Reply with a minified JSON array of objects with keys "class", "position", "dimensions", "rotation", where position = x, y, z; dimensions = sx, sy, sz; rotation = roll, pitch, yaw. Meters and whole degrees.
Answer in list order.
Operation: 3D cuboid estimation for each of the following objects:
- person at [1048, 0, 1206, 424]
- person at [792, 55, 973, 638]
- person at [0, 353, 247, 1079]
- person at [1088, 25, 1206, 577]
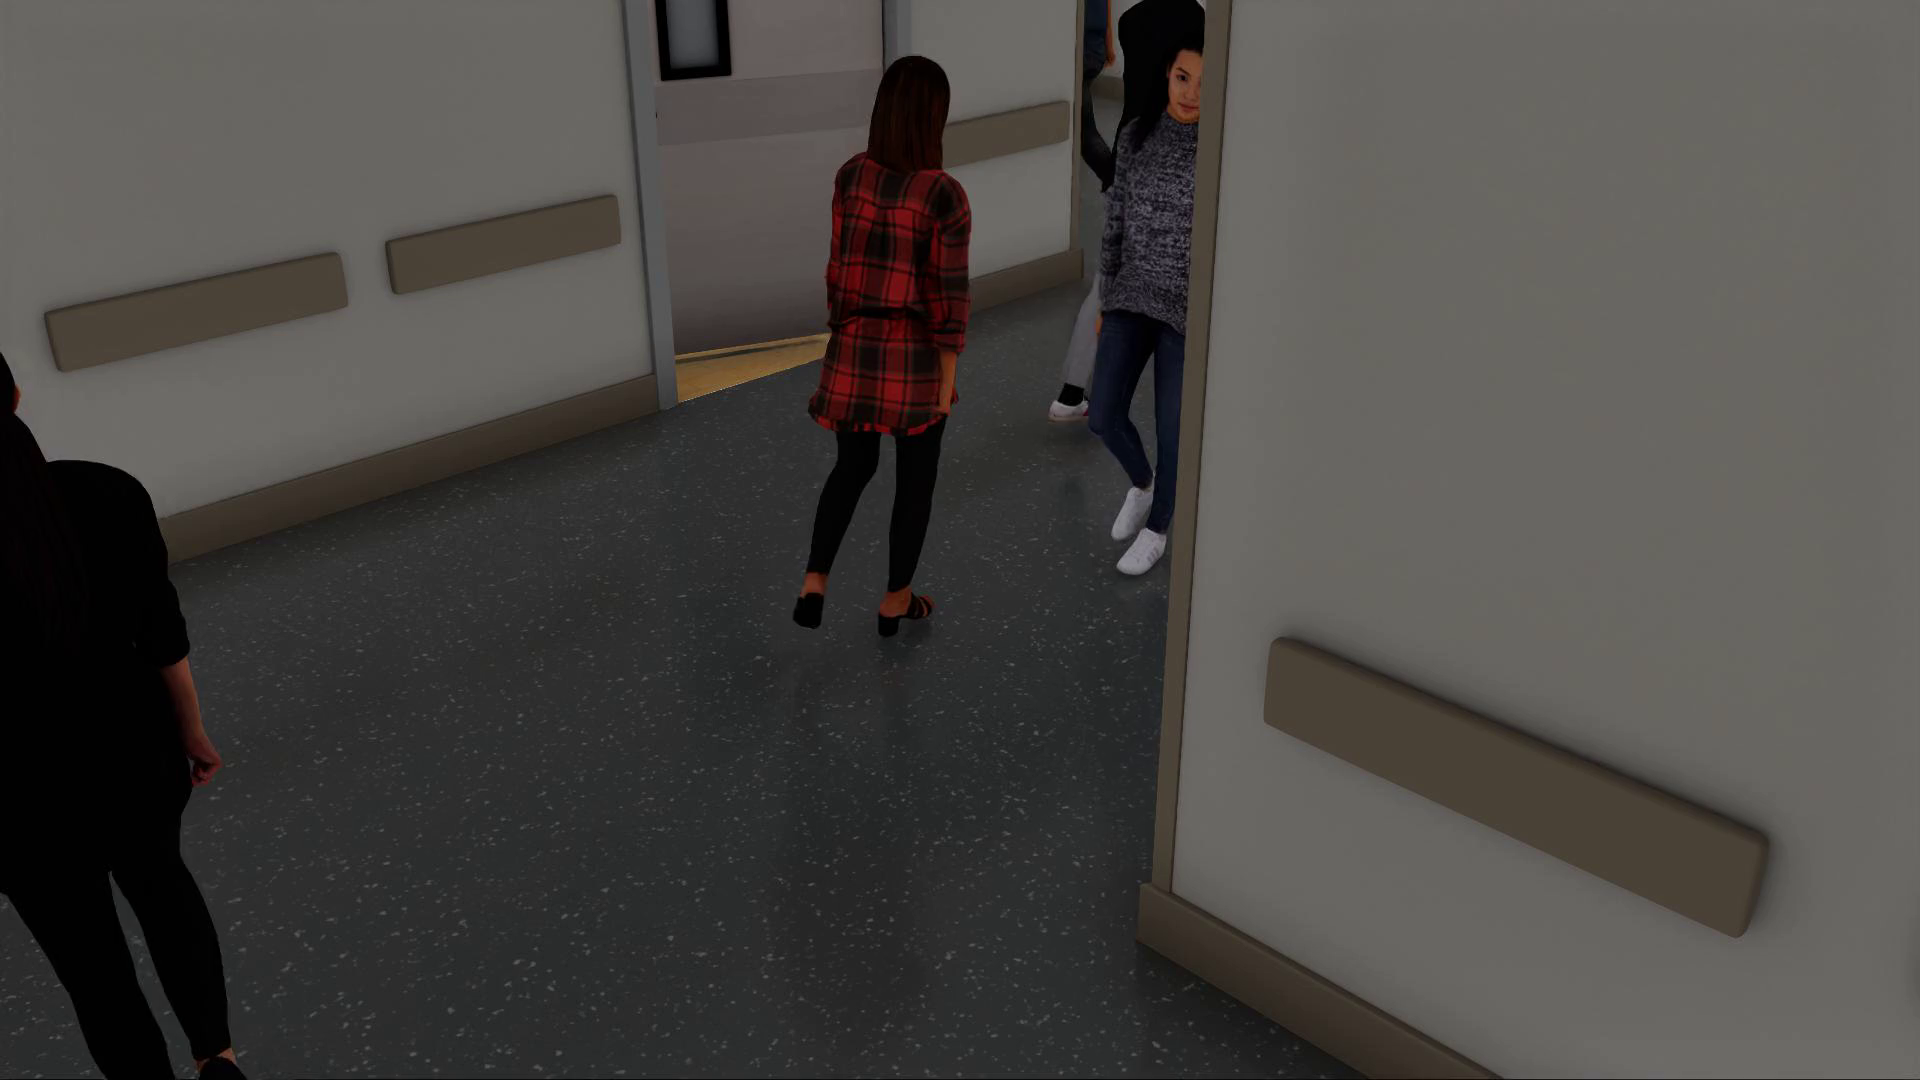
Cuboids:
[{"class":"person","position":[0.657,-1.306,6.145],"dimensions":[1.283,1.900,0.812],"rotation":[-19,32,-34]},{"class":"person","position":[-0.230,-0.466,4.653],"dimensions":[0.739,1.684,0.866],"rotation":[13,29,25]},{"class":"person","position":[-1.425,0.456,2.779],"dimensions":[0.715,1.649,0.564],"rotation":[19,31,33]},{"class":"person","position":[0.684,-0.714,5.131],"dimensions":[0.711,1.715,0.710],"rotation":[17,30,31]}]
